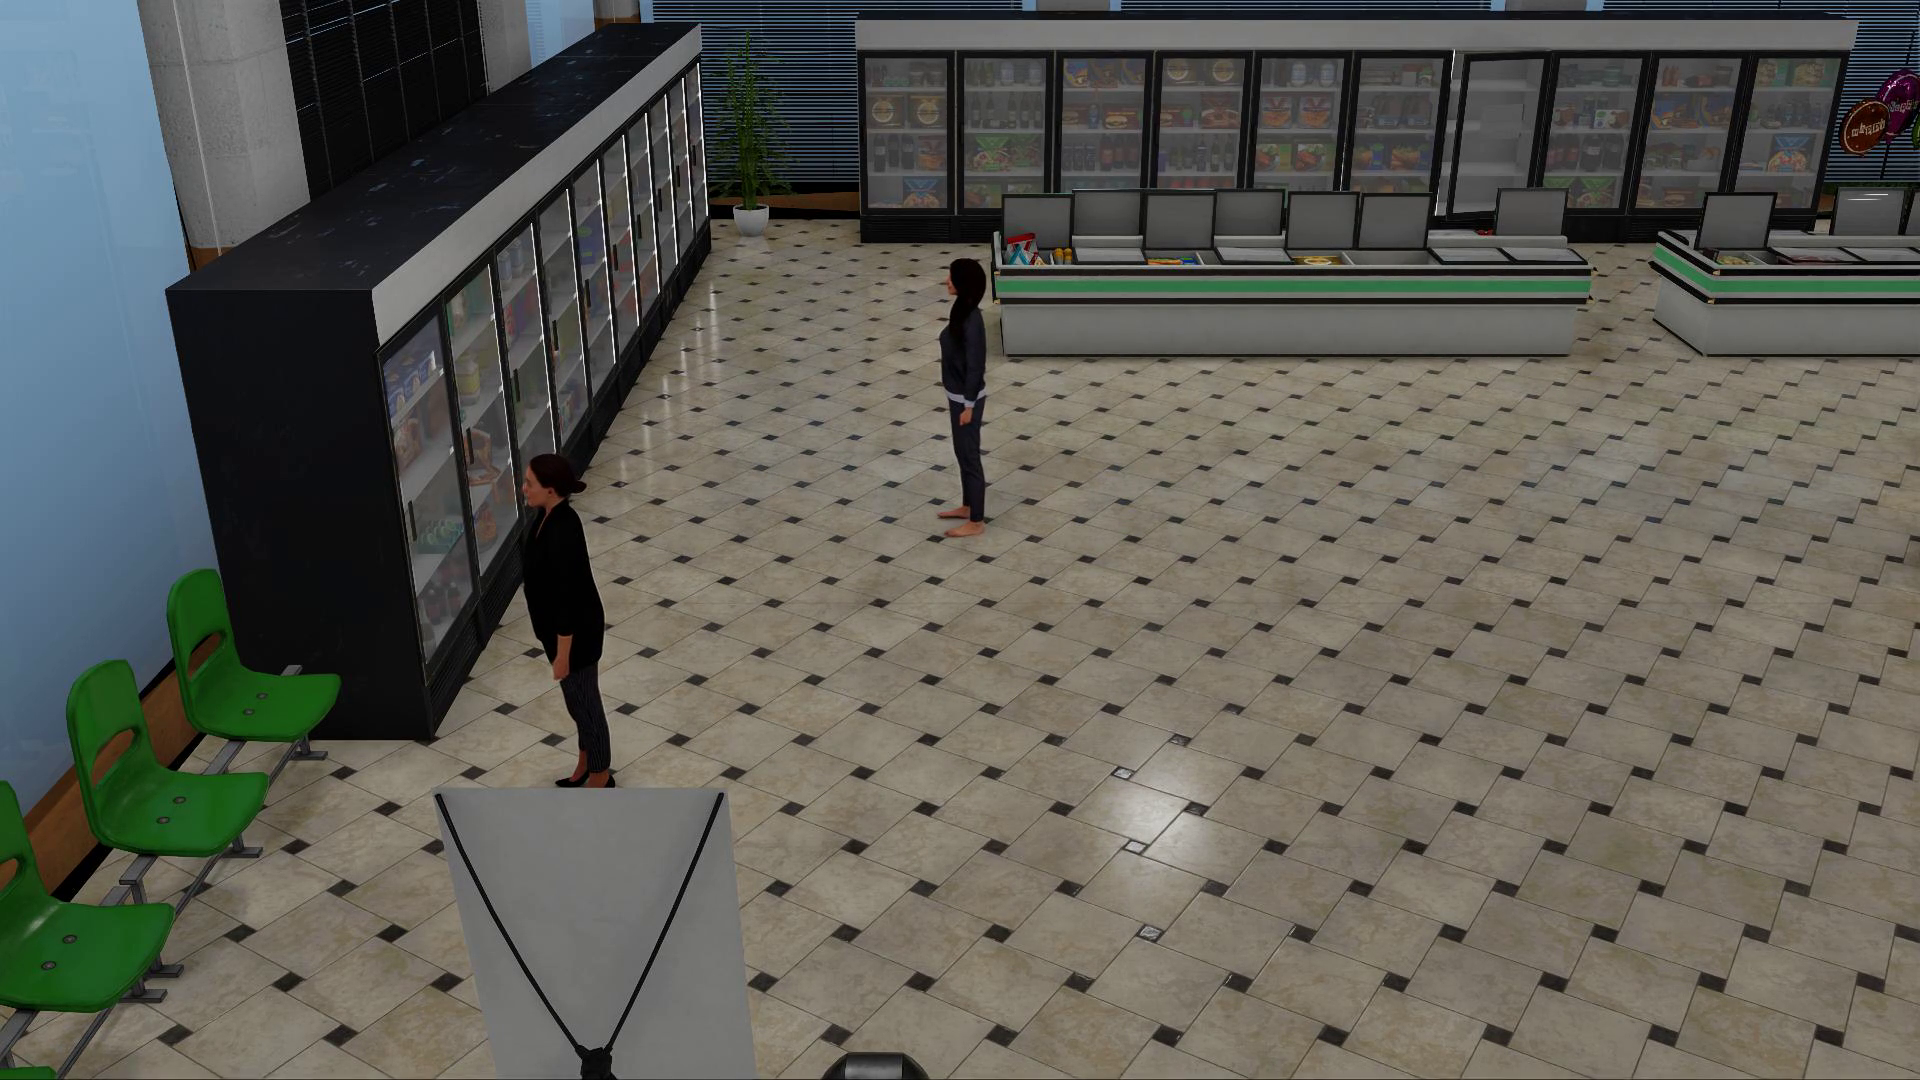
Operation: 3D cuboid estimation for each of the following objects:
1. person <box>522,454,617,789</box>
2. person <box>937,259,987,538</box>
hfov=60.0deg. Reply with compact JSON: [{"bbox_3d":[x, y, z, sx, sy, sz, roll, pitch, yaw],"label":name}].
[{"bbox_3d":[-1.747,0.415,7.471,0.688,1.719,0.715,-8,25,-18],"label":"person"},{"bbox_3d":[0.041,-0.897,10.412,0.559,1.767,0.634,-3,24,-8],"label":"person"}]
